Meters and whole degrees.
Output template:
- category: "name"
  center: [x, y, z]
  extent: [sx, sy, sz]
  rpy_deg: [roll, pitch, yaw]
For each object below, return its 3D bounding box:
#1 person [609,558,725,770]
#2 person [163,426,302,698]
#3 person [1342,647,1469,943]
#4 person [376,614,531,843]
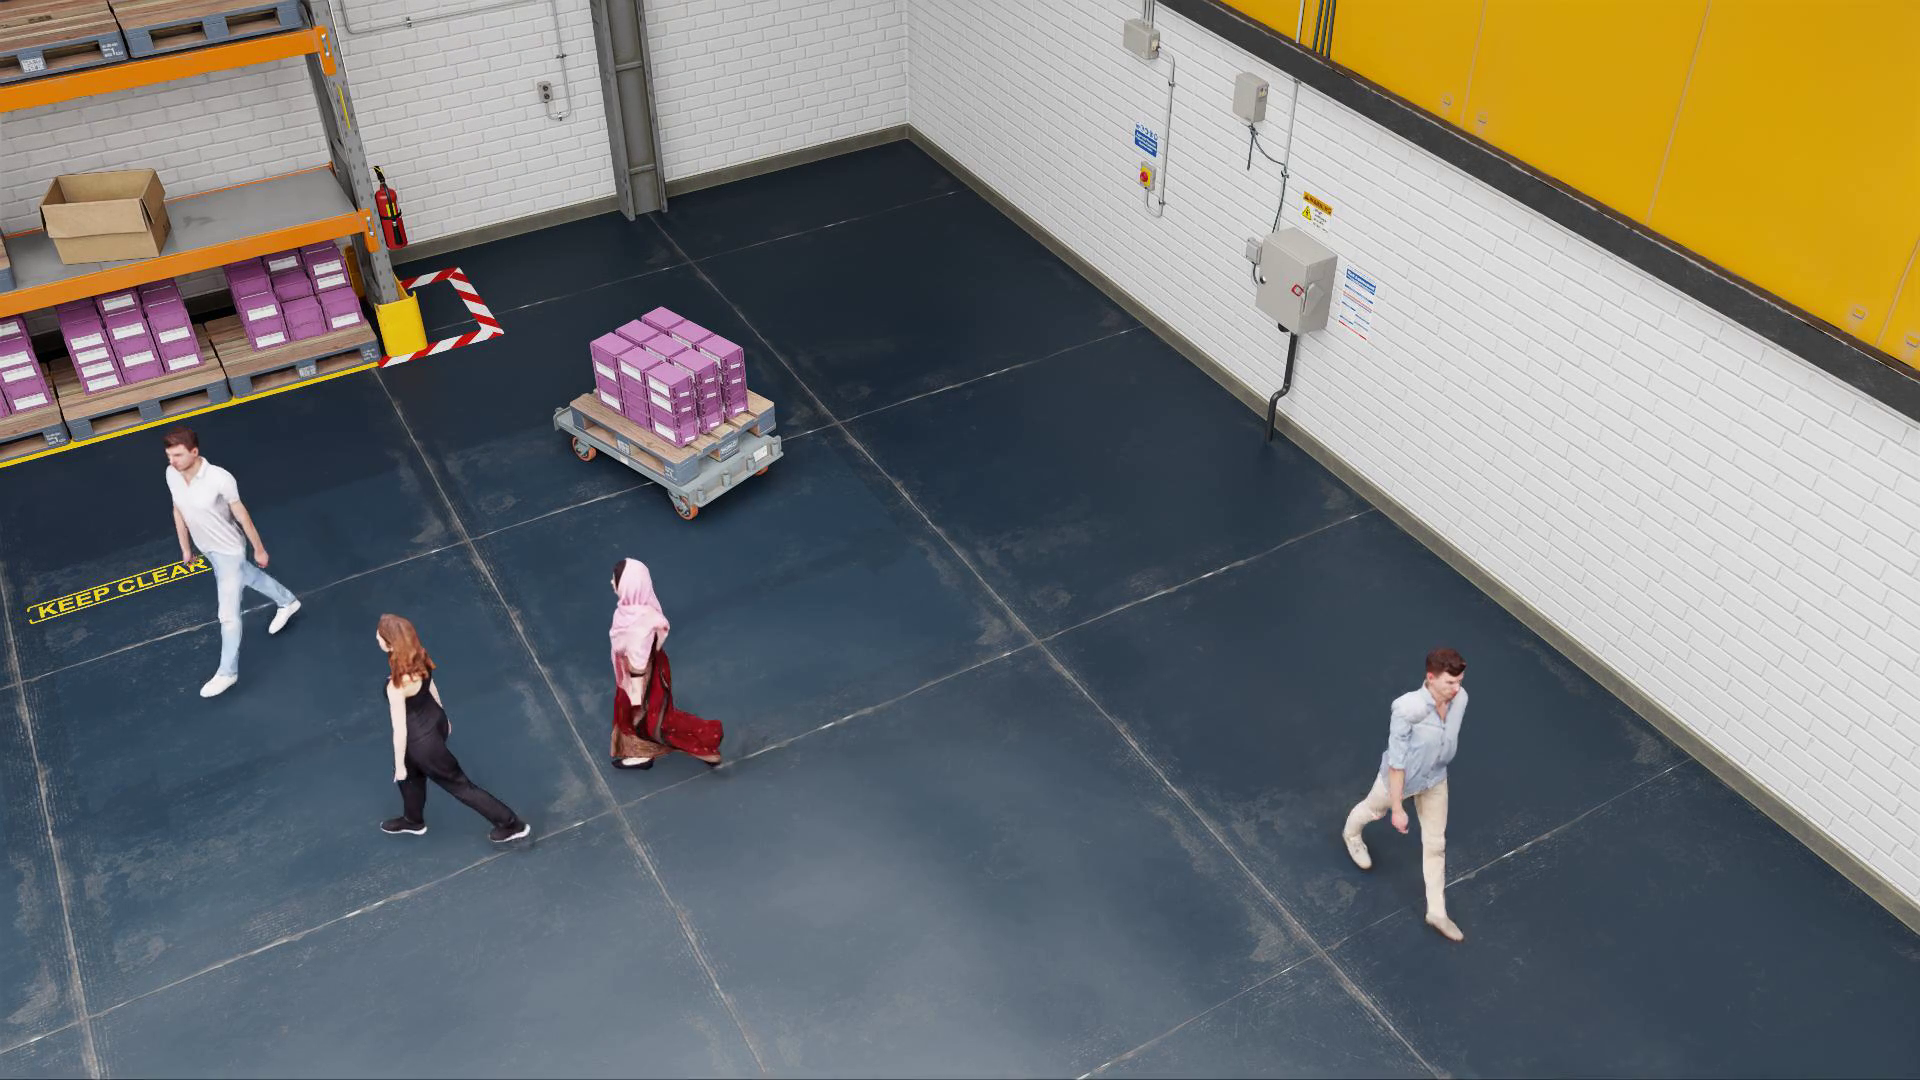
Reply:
- category: "person"
  center: [-1.784, 0.776, 9.812]
  extent: [1.022, 1.620, 0.826]
  rpy_deg: [-6, 39, -8]
- category: "person"
  center: [-4.645, 0.011, 10.624]
  extent: [1.152, 1.801, 1.303]
  rpy_deg: [14, 41, 17]
- category: "person"
  center: [2.402, 1.249, 9.077]
  extent: [1.199, 1.798, 0.867]
  rpy_deg: [-13, 40, -15]
- category: "person"
  center: [-2.896, 1.118, 9.314]
  extent: [1.207, 1.707, 0.991]
  rpy_deg: [1, 39, 2]
